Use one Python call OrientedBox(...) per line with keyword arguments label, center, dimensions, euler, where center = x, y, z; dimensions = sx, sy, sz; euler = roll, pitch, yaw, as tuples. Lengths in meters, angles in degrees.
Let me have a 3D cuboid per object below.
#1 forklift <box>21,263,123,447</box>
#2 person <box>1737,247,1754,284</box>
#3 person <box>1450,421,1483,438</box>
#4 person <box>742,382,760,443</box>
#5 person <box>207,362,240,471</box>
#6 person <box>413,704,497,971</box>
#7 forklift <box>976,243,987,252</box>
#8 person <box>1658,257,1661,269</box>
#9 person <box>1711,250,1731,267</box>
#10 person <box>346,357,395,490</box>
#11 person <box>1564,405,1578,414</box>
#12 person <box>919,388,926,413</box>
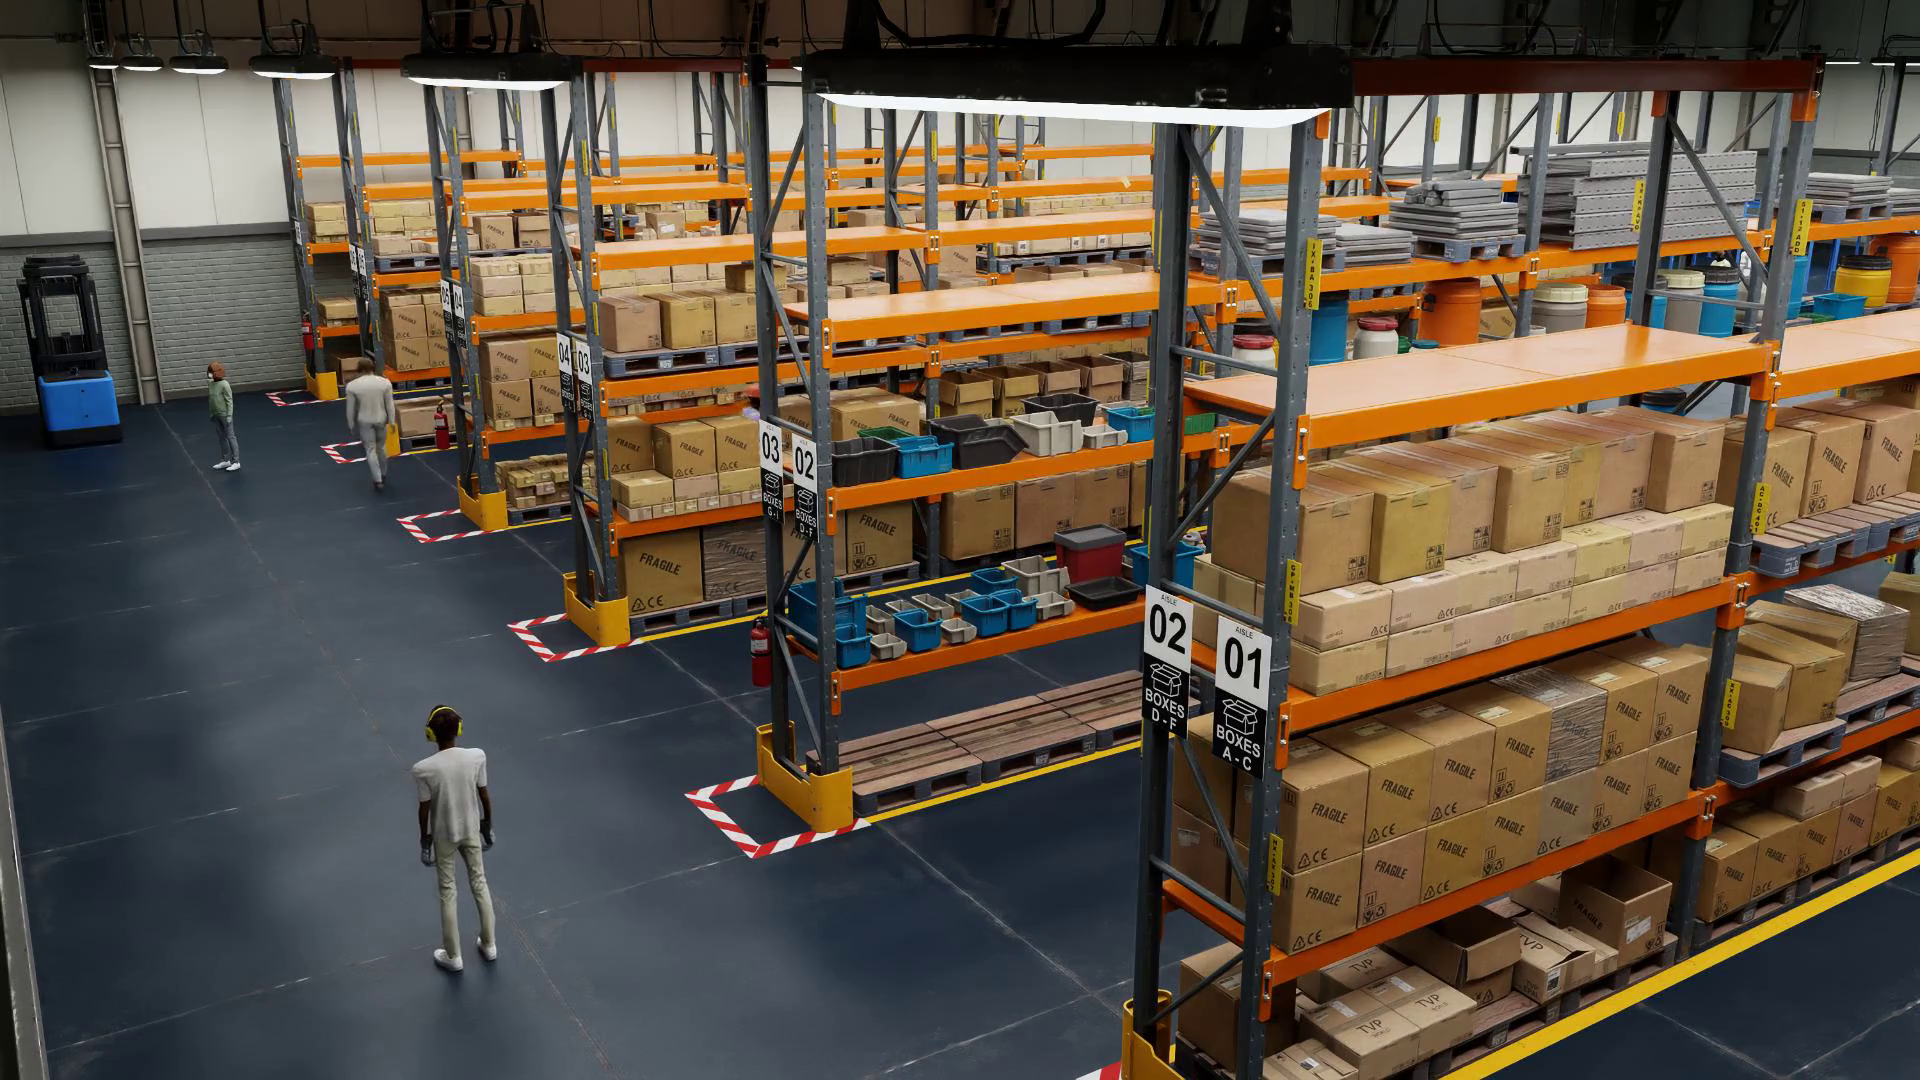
OrientedBox(label="forklift", center=(-14.518, -3.079, 25.708), dimensions=(1.129, 2.768, 1.873), euler=(-10, 20, -31))
OrientedBox(label="person", center=(18.907, -6.298, 37.800), dimensions=(0.551, 1.924, 0.379), euler=(3, 17, 9))
OrientedBox(label="person", center=(6.627, -1.049, 20.633), dimensions=(0.781, 1.905, 0.590), euler=(-6, 18, -18))
OrientedBox(label="person", center=(-2.784, -1.135, 20.884), dimensions=(0.644, 1.919, 0.550), euler=(-8, 19, -25))
OrientedBox(label="person", center=(-11.122, -1.867, 23.762), dimensions=(0.500, 1.636, 0.280), euler=(10, 20, 30))
OrientedBox(label="person", center=(-3.408, 2.004, 10.701), dimensions=(0.511, 1.856, 0.314), euler=(-12, 20, -33))
OrientedBox(label="forklift", center=(0.988, -5.474, 34.718), dimensions=(1.214, 2.155, 2.313), euler=(-10, 20, -31))
OrientedBox(label="person", center=(19.681, -8.345, 44.650), dimensions=(0.508, 1.846, 0.345), euler=(0, 17, 1))
OrientedBox(label="person", center=(17.318, -5.758, 36.176), dimensions=(0.429, 1.844, 0.625), euler=(-2, 17, -8))
OrientedBox(label="person", center=(-8.470, -1.679, 22.752), dimensions=(0.645, 1.921, 0.892), euler=(-10, 19, -29))
OrientedBox(label="person", center=(10.466, -3.085, 27.358), dimensions=(0.730, 1.870, 0.588), euler=(-6, 18, -18))
OrientedBox(label="person", center=(-0.401, -1.113, 20.656), dimensions=(0.526, 2.018, 0.615), euler=(-10, 20, -29))
